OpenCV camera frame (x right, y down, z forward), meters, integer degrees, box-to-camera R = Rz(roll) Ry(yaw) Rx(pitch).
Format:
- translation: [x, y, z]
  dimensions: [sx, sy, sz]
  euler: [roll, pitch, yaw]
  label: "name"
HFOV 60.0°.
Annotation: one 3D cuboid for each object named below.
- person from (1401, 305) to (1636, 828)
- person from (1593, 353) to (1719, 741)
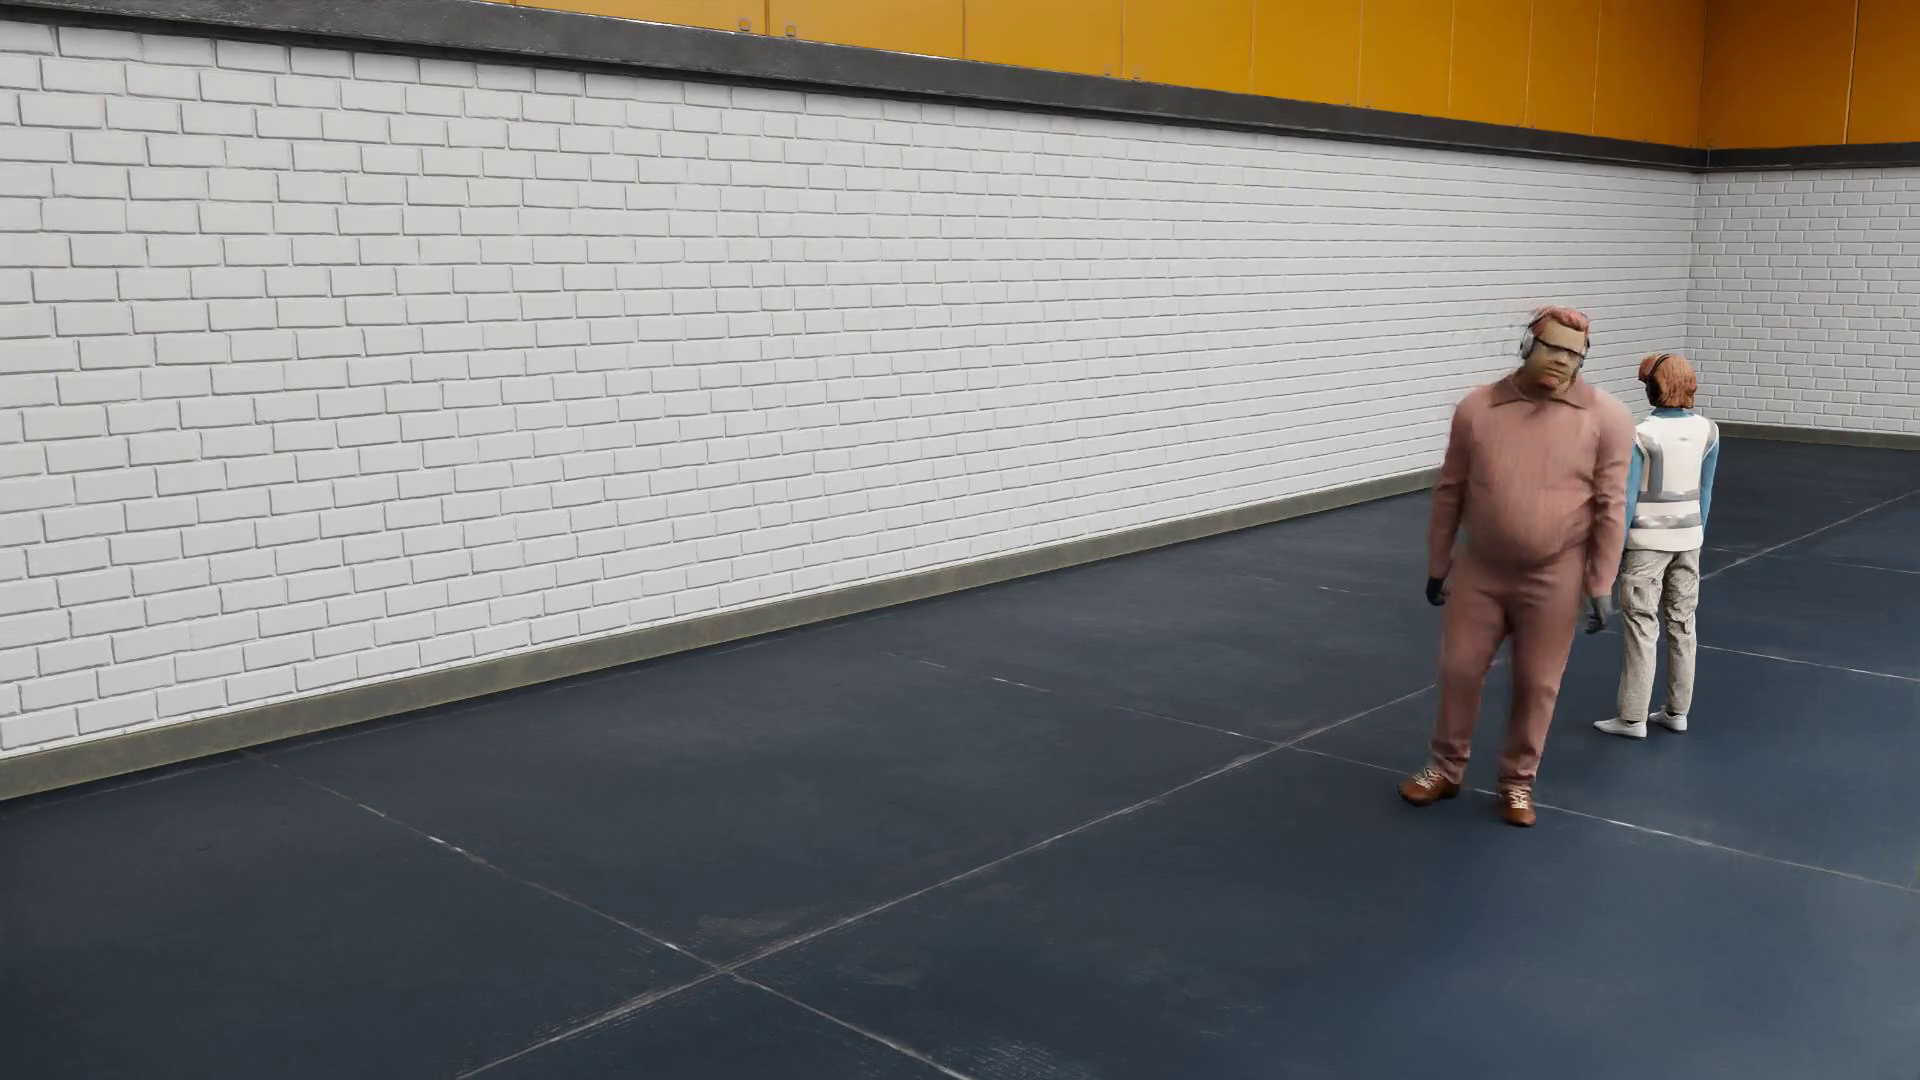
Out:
- translation: [2.006, 0.111, 5.930]
  dimensions: [0.689, 1.880, 0.422]
  euler: [6, 12, 31]
  label: "person"
- translation: [2.951, 0.034, 7.028]
  dimensions: [0.513, 1.641, 0.307]
  euler: [-4, 11, -21]
  label: "person"
